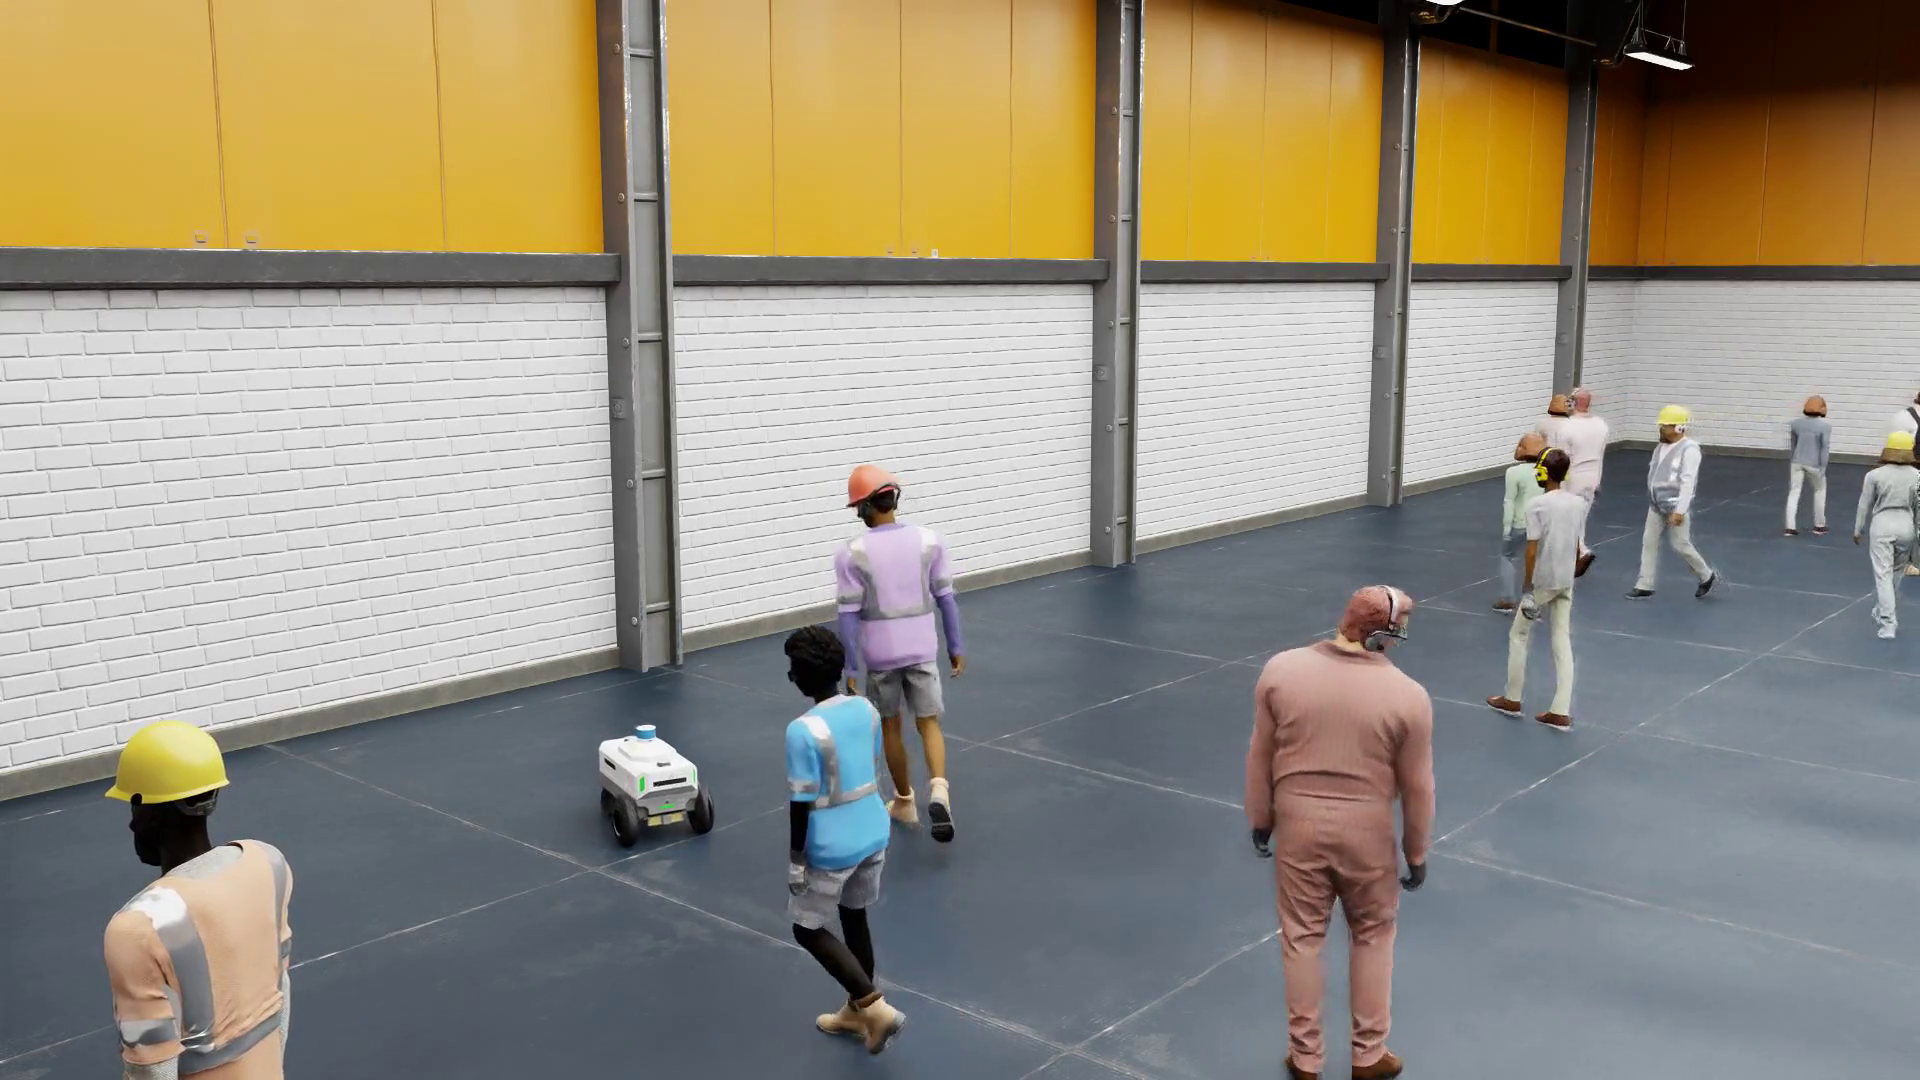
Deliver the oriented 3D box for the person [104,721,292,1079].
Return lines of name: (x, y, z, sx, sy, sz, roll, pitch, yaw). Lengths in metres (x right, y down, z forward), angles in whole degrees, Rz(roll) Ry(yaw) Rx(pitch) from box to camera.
person: (-1.845, 1.381, 4.042, 0.372, 1.925, 0.595, 2, 9, 10)

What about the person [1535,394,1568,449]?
person: (6.761, -0.834, 18.869, 0.509, 1.632, 0.268, 4, 10, 26)

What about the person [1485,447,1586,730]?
person: (3.853, 0.296, 11.091, 0.555, 1.840, 0.813, -3, 10, -19)

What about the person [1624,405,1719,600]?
person: (6.541, -0.333, 15.191, 0.787, 1.808, 0.592, -2, 9, -14)

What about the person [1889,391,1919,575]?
person: (9.505, -0.625, 16.286, 0.696, 2.000, 0.807, 0, 9, 0)

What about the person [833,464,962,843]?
person: (-0.290, 0.609, 8.679, 0.706, 1.995, 0.794, -3, 9, -17)

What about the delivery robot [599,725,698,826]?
delivery robot: (-1.681, 1.239, 8.937, 0.477, 0.478, 0.707, -5, 10, -30)

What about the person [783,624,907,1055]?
person: (-0.418, 1.153, 6.262, 0.507, 1.674, 0.582, 6, 11, 34)

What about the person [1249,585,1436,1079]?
person: (1.397, 1.091, 6.123, 0.680, 1.886, 0.399, 3, 10, 20)

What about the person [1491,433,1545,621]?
person: (4.905, -0.125, 14.495, 0.516, 1.612, 0.643, -2, 9, -12)

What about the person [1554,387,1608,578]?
person: (6.024, -0.535, 16.192, 0.649, 1.890, 0.564, -4, 10, -25)

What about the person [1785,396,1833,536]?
person: (9.763, -0.851, 19.066, 0.754, 1.605, 0.514, -7, 11, -36)

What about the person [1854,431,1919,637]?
person: (7.749, -0.063, 13.850, 0.500, 1.690, 0.943, 2, 9, 13)
